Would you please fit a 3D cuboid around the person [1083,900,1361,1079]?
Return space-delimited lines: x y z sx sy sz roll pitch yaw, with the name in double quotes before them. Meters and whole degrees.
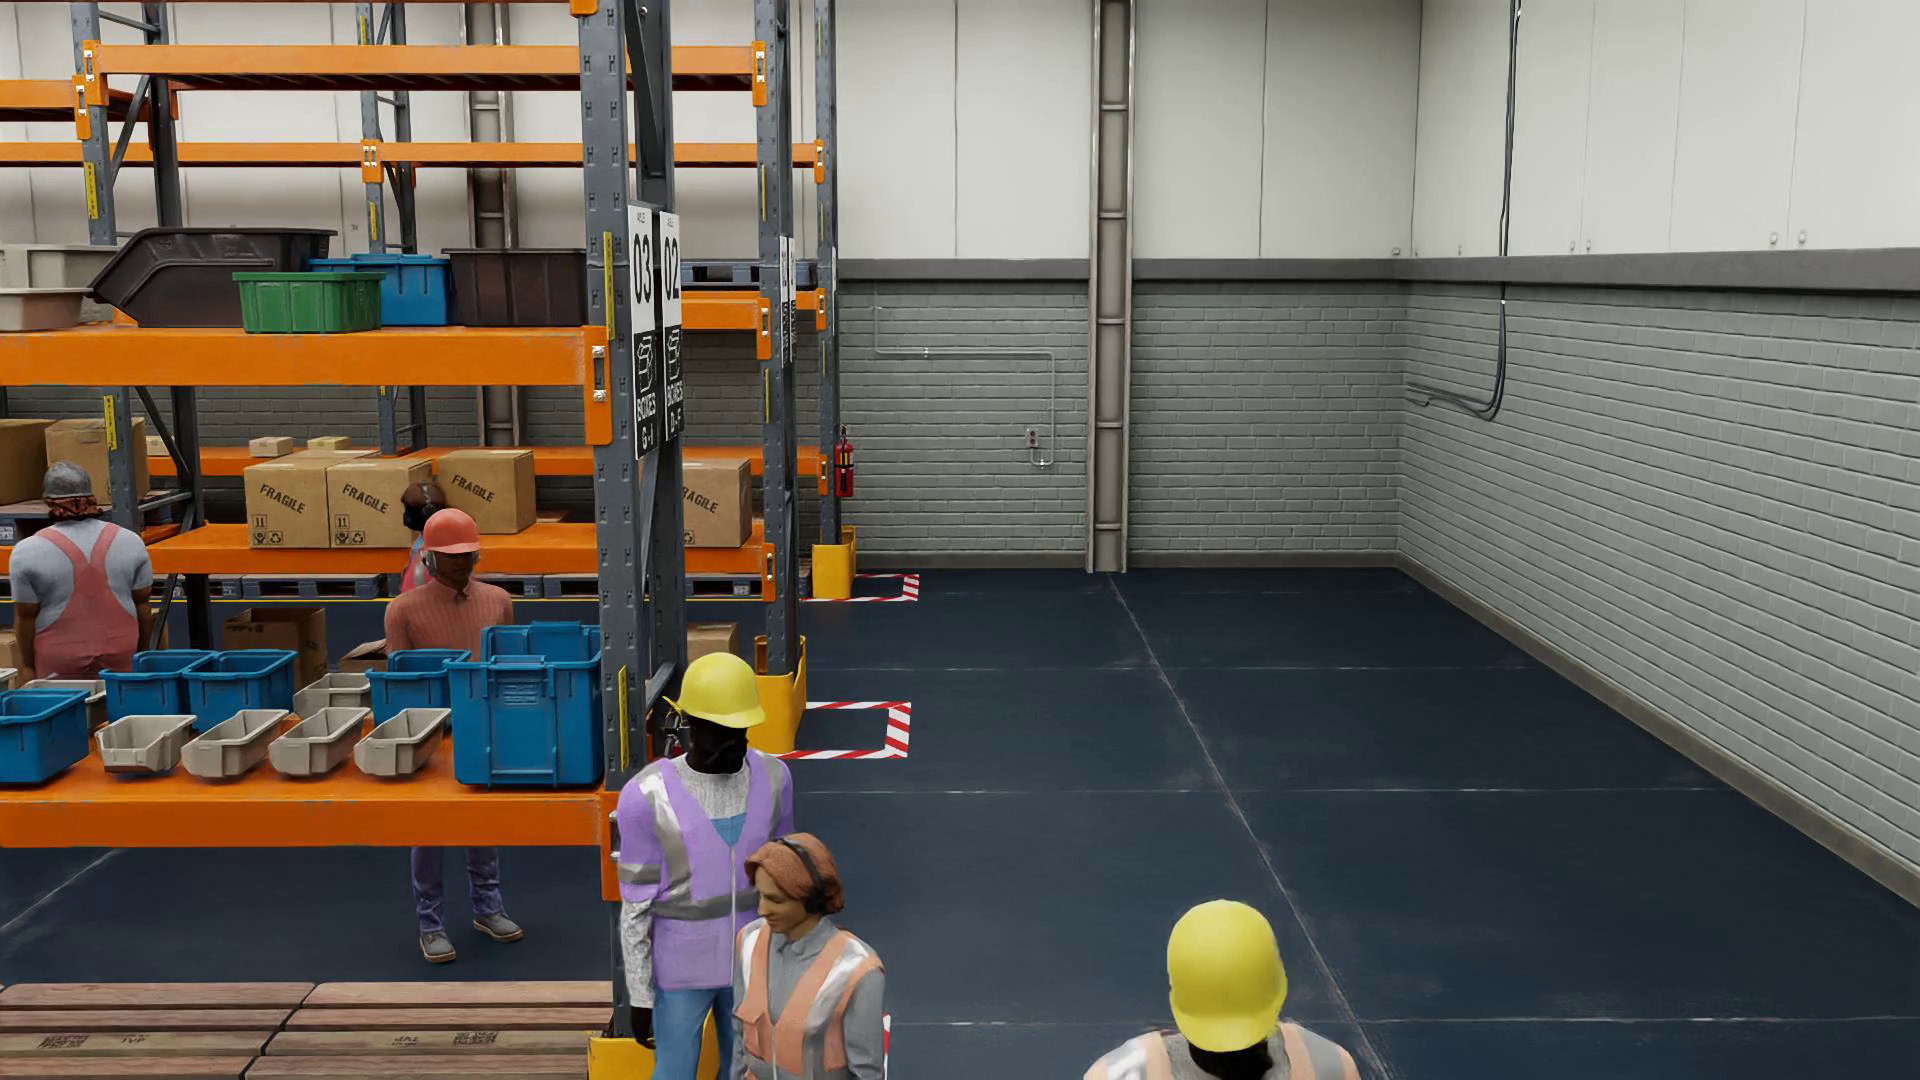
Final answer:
"person" 0.522 1.581 3.241 0.655 1.873 0.800 -3 10 -16

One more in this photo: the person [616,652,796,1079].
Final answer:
"person" -0.732 1.271 5.020 0.594 1.917 0.397 -7 11 -36

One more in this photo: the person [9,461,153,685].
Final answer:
"person" -4.684 0.579 8.876 0.680 2.000 0.535 -9 13 -43

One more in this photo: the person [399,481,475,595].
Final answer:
"person" -3.014 0.569 9.582 0.450 1.829 0.657 -4 10 -25

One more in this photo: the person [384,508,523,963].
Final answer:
"person" -2.228 0.846 7.377 0.611 1.995 0.375 -9 13 -44

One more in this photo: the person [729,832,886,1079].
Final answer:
"person" -0.385 1.534 4.273 0.528 1.630 0.320 8 12 39
